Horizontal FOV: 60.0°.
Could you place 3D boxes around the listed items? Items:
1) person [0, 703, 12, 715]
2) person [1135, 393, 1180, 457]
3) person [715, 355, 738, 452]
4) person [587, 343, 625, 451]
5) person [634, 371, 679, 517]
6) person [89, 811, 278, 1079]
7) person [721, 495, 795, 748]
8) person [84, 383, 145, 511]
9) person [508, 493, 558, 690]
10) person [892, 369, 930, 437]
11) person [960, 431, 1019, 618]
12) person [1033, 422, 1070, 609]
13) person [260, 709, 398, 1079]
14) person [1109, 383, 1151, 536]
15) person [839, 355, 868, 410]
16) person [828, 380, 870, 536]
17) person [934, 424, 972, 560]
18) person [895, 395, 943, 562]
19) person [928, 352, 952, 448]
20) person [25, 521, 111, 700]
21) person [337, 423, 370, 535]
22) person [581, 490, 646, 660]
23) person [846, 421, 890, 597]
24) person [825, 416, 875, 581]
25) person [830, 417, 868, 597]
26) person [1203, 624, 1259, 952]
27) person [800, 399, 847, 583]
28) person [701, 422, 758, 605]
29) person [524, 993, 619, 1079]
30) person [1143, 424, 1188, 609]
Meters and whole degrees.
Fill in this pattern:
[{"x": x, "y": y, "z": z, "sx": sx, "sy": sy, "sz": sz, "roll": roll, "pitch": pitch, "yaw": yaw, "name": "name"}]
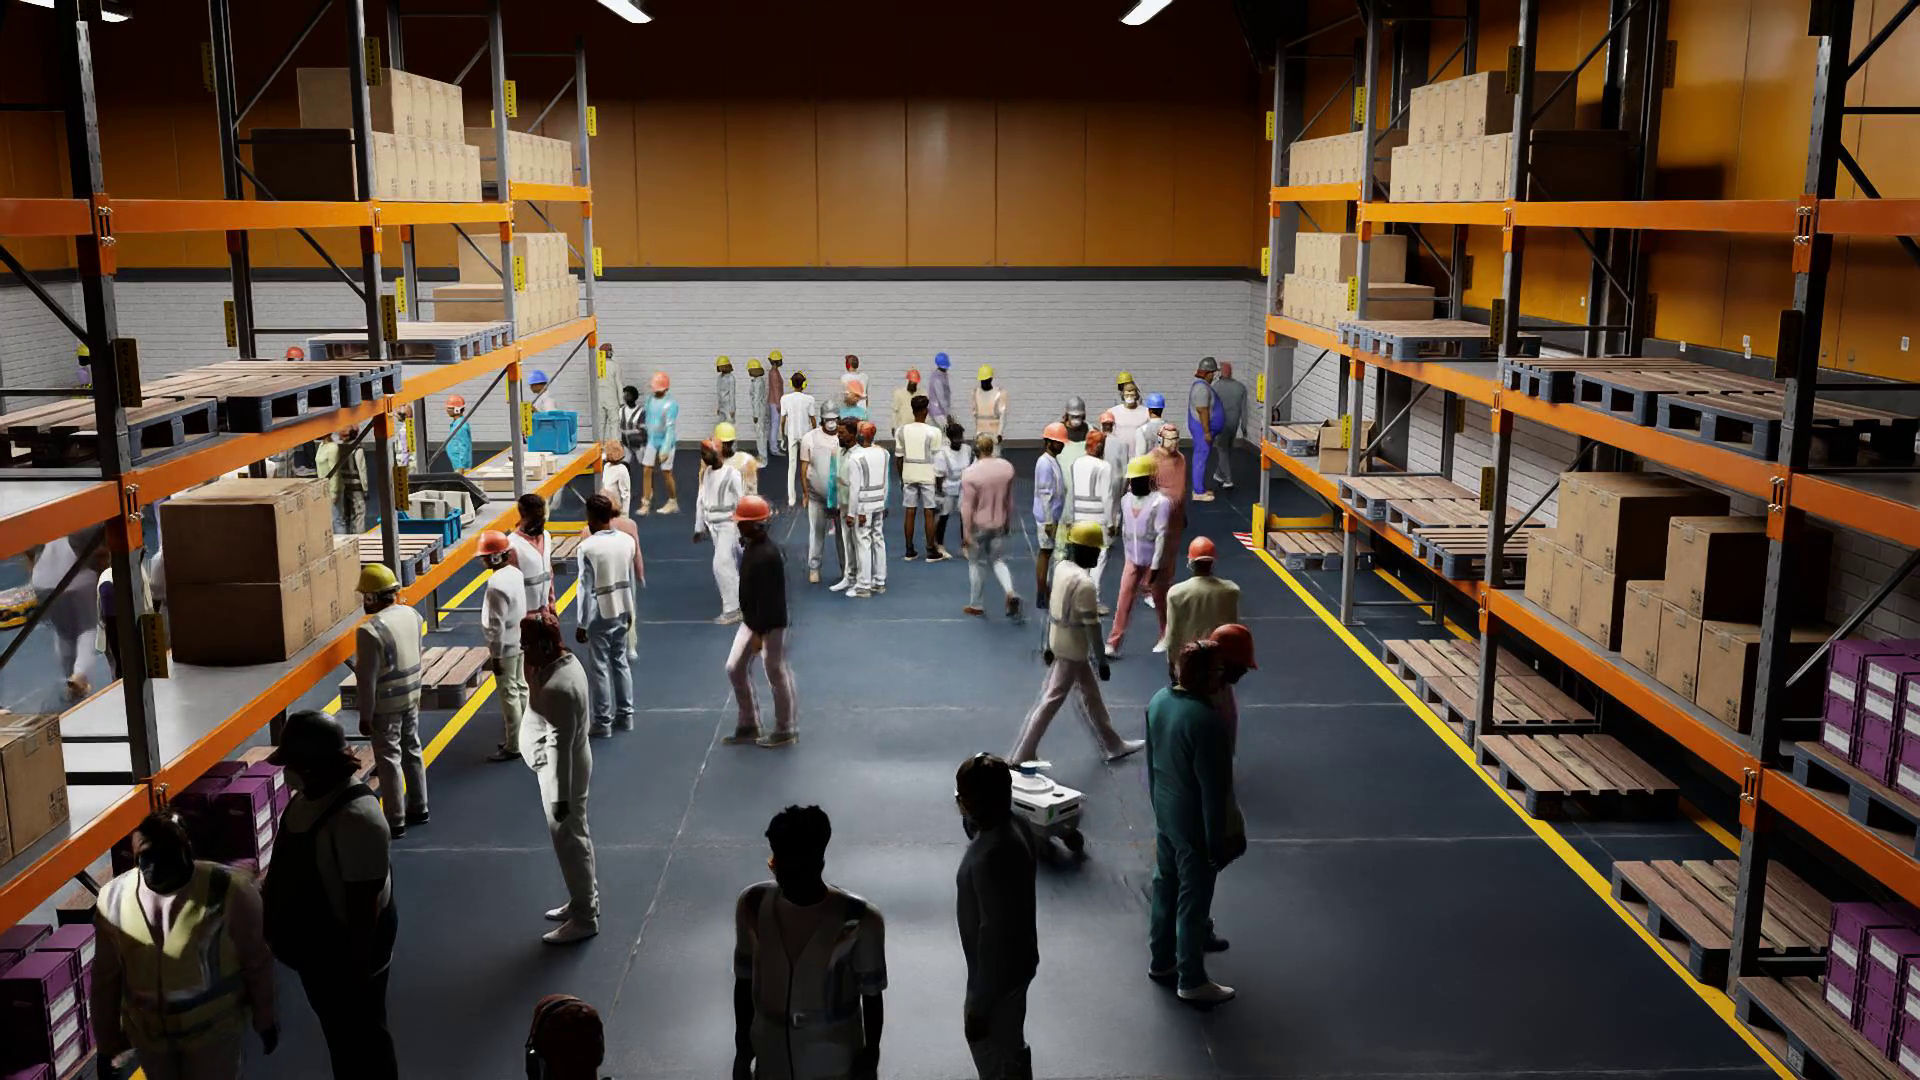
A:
[{"x": -7.955, "y": 0.609, "z": 13.434, "sx": 0.317, "sy": 1.700, "sz": 0.539, "roll": -9, "pitch": 15, "yaw": -39, "name": "person"}, {"x": 2.314, "y": -0.766, "z": 19.703, "sx": 0.605, "sy": 1.948, "sz": 0.405, "roll": -6, "pitch": 13, "yaw": -27, "name": "person"}, {"x": -3.839, "y": -2.152, "z": 27.201, "sx": 0.324, "sy": 1.737, "sz": 0.485, "roll": -8, "pitch": 14, "yaw": -35, "name": "person"}, {"x": -5.819, "y": -2.302, "z": 27.512, "sx": 0.654, "sy": 1.906, "sz": 0.408, "roll": 4, "pitch": 12, "yaw": 18, "name": "person"}, {"x": -4.053, "y": -1.267, "z": 22.143, "sx": 0.698, "sy": 1.974, "sz": 0.900, "roll": 7, "pitch": 13, "yaw": 31, "name": "person"}, {"x": -3.033, "y": 1.948, "z": 6.421, "sx": 0.639, "sy": 1.815, "sz": 0.780, "roll": 0, "pitch": 11, "yaw": -2, "name": "person"}, {"x": -1.571, "y": 0.635, "z": 12.605, "sx": 0.680, "sy": 1.969, "sz": 0.617, "roll": -6, "pitch": 13, "yaw": -28, "name": "person"}, {"x": -11.594, "y": -1.212, "z": 22.318, "sx": 1.023, "sy": 1.808, "sz": 0.501, "roll": -3, "pitch": 12, "yaw": -13, "name": "person"}, {"x": -3.391, "y": 0.565, "z": 13.143, "sx": 0.410, "sy": 1.909, "sz": 0.591, "roll": 3, "pitch": 12, "yaw": 16, "name": "person"}, {"x": -0.763, "y": -1.772, "z": 25.367, "sx": 0.574, "sy": 1.705, "sz": 0.857, "roll": -3, "pitch": 12, "yaw": -16, "name": "person"}, {"x": 0.294, "y": -0.132, "z": 16.597, "sx": 0.634, "sy": 1.920, "sz": 0.664, "roll": -7, "pitch": 13, "yaw": -31, "name": "person"}, {"x": 0.947, "y": -0.254, "z": 17.185, "sx": 0.375, "sy": 1.930, "sz": 0.542, "roll": 2, "pitch": 11, "yaw": 8, "name": "person"}, {"x": -2.718, "y": 1.692, "z": 7.146, "sx": 0.536, "sy": 2.000, "sz": 0.684, "roll": -10, "pitch": 15, "yaw": -42, "name": "person"}, {"x": 2.132, "y": -1.011, "z": 20.960, "sx": 0.630, "sy": 1.940, "sz": 0.372, "roll": 1, "pitch": 11, "yaw": 4, "name": "person"}, {"x": -1.650, "y": -1.975, "z": 26.026, "sx": 0.372, "sy": 1.843, "sz": 0.570, "roll": 10, "pitch": 15, "yaw": 41, "name": "person"}, {"x": -1.430, "y": -1.041, "z": 21.068, "sx": 0.719, "sy": 1.960, "sz": 0.396, "roll": -3, "pitch": 12, "yaw": -14, "name": "person"}, {"x": -0.072, "y": -0.553, "z": 19.388, "sx": 0.556, "sy": 1.641, "sz": 0.704, "roll": -7, "pitch": 13, "yaw": -32, "name": "person"}, {"x": -0.456, "y": -0.720, "z": 19.427, "sx": 0.607, "sy": 1.967, "sz": 0.367, "roll": 5, "pitch": 12, "yaw": 22, "name": "person"}, {"x": -0.275, "y": -2.017, "z": 26.127, "sx": 0.455, "sy": 1.890, "sz": 0.642, "roll": 0, "pitch": 11, "yaw": -2, "name": "person"}, {"x": -7.406, "y": 0.356, "z": 13.847, "sx": 0.696, "sy": 2.000, "sz": 0.676, "roll": -1, "pitch": 11, "yaw": -5, "name": "person"}, {"x": -7.142, "y": -0.580, "z": 19.543, "sx": 0.513, "sy": 1.642, "sz": 0.313, "roll": 6, "pitch": 13, "yaw": 30, "name": "person"}, {"x": -3.120, "y": 0.350, "z": 14.966, "sx": 0.542, "sy": 1.598, "sz": 0.606, "roll": -5, "pitch": 12, "yaw": -23, "name": "person"}, {"x": -0.987, "y": -0.333, "z": 17.699, "sx": 0.356, "sy": 1.885, "sz": 0.574, "roll": 9, "pitch": 14, "yaw": 37, "name": "person"}, {"x": -1.151, "y": -0.385, "z": 17.933, "sx": 0.594, "sy": 1.895, "sz": 0.626, "roll": 6, "pitch": 13, "yaw": 26, "name": "person"}, {"x": -1.137, "y": -0.362, "z": 17.756, "sx": 0.399, "sy": 1.920, "sz": 0.590, "roll": -7, "pitch": 13, "yaw": -30, "name": "person"}, {"x": 1.395, "y": 1.370, "z": 9.118, "sx": 0.471, "sy": 1.897, "sz": 0.585, "roll": 6, "pitch": 13, "yaw": 29, "name": "person"}, {"x": -1.412, "y": -0.536, "z": 18.322, "sx": 0.680, "sy": 2.000, "sz": 0.537, "roll": -2, "pitch": 11, "yaw": -10, "name": "person"}, {"x": -2.401, "y": -0.297, "z": 17.439, "sx": 0.613, "sy": 1.914, "sz": 0.539, "roll": 0, "pitch": 11, "yaw": 0, "name": "person"}, {"x": -1.116, "y": 2.230, "z": 4.835, "sx": 0.402, "sy": 1.895, "sz": 0.648, "roll": 10, "pitch": 15, "yaw": 41, "name": "person"}, {"x": 2.140, "y": -0.252, "z": 17.235, "sx": 0.651, "sy": 1.906, "sz": 0.409, "roll": -10, "pitch": 15, "yaw": -42, "name": "person"}]
